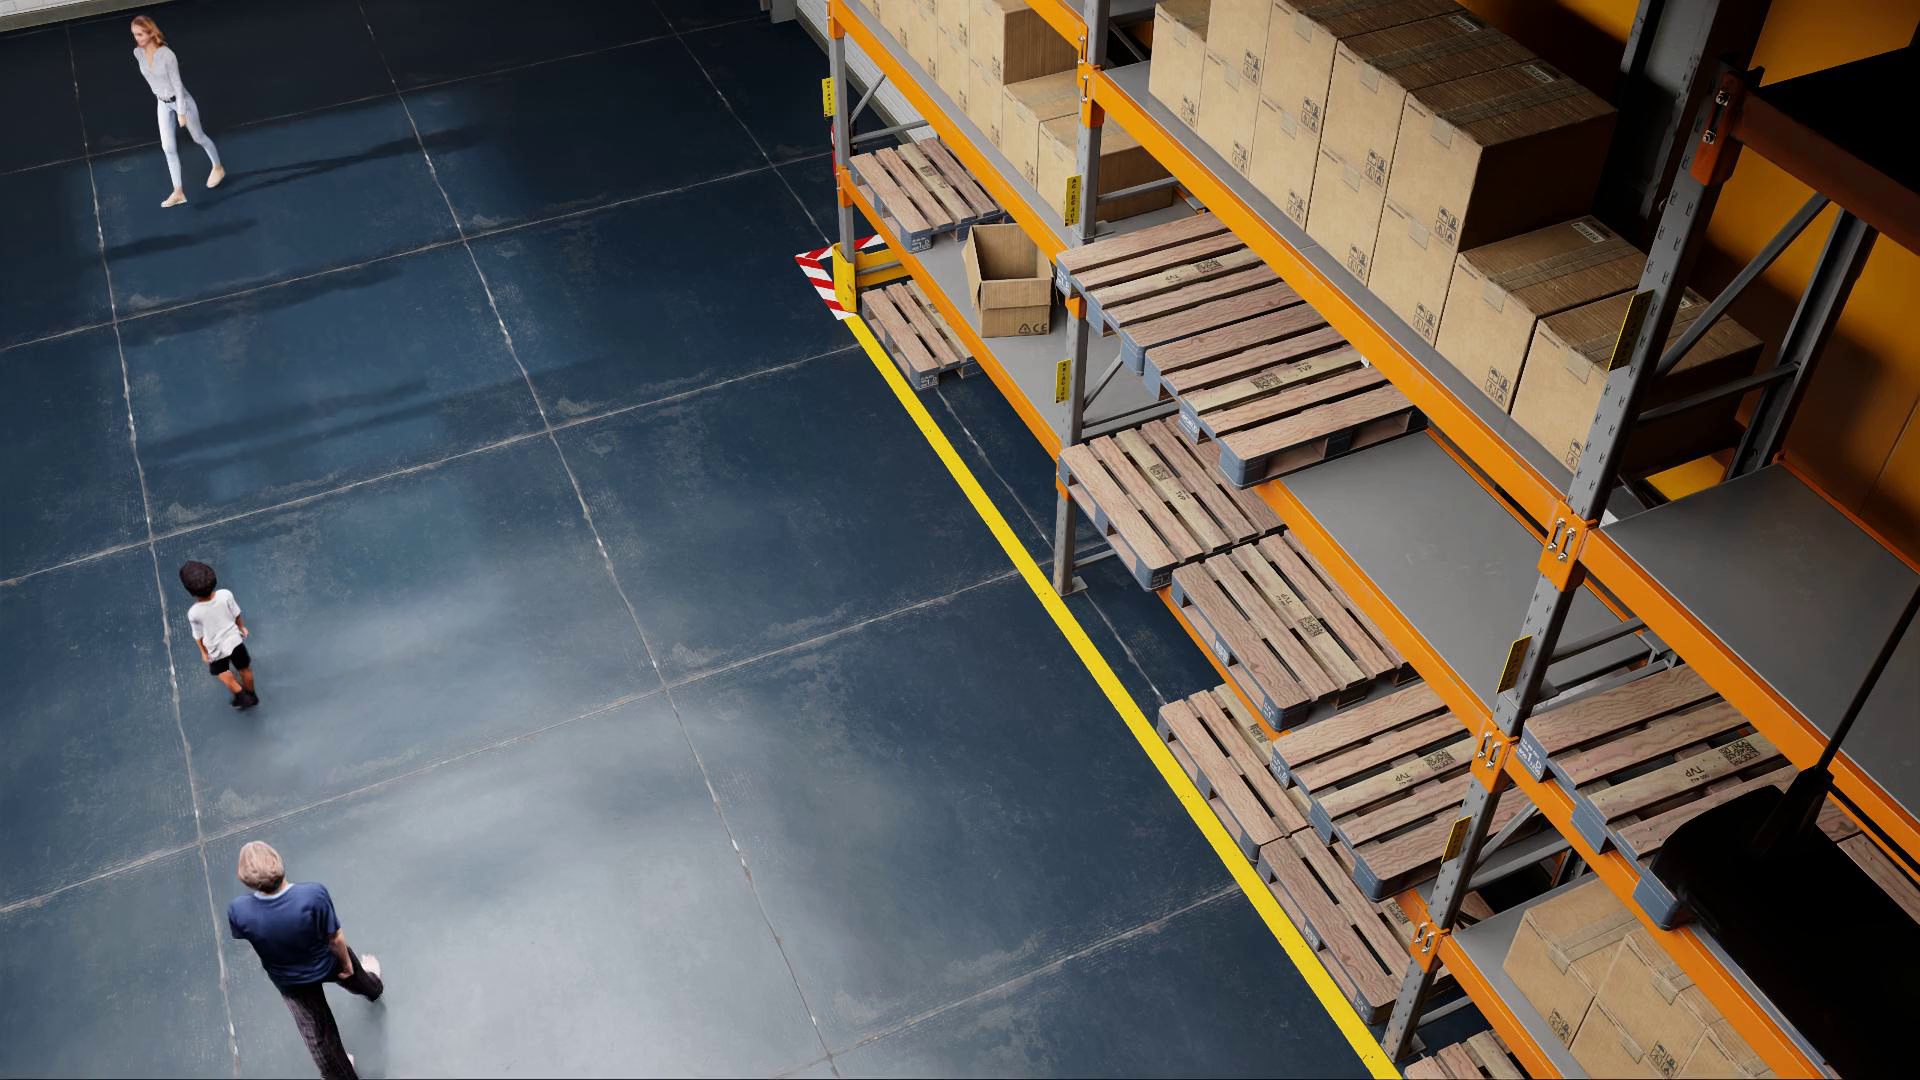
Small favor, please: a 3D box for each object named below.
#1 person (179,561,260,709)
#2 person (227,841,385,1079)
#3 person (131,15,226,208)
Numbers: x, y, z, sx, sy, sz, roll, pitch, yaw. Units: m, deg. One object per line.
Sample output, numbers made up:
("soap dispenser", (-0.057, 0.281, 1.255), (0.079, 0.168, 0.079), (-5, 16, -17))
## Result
("person", (-4.716, 0.652, 10.698), (0.617, 1.257, 0.579), (27, 50, 26))
("person", (-3.366, 2.279, 8.573), (0.733, 1.833, 1.072), (-13, 45, -13))
("person", (-7.104, -3.994, 15.209), (1.029, 1.762, 1.095), (13, 45, 13))
